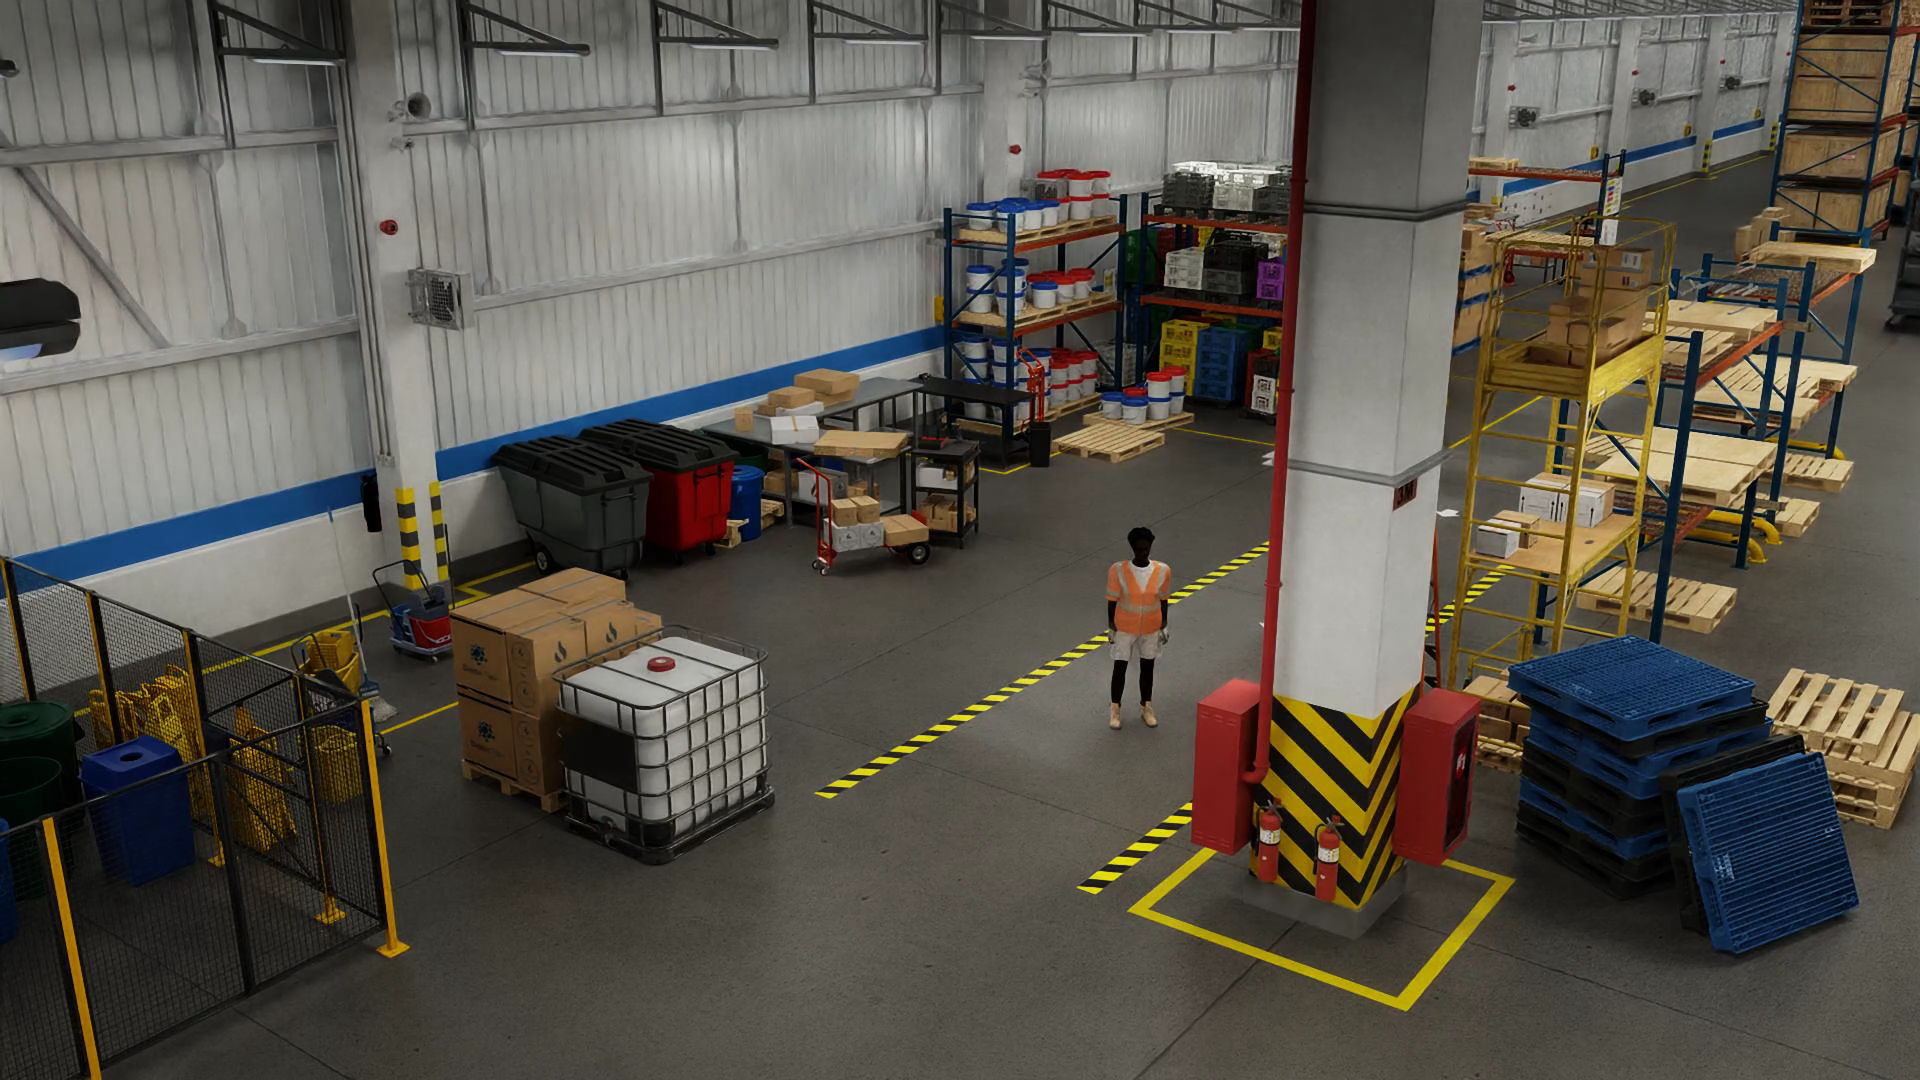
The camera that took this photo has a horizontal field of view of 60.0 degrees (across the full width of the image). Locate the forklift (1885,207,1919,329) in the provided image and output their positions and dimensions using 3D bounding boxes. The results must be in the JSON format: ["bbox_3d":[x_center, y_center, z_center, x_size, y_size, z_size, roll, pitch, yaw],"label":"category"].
[{"bbox_3d":[17.455,-5.212,29.572,1.129,2.768,1.873,13,22,34],"label":"forklift"}]

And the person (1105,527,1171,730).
[{"bbox_3d":[1.424,0.703,13.341,0.532,1.697,0.319,-2,18,-7],"label":"person"}]
